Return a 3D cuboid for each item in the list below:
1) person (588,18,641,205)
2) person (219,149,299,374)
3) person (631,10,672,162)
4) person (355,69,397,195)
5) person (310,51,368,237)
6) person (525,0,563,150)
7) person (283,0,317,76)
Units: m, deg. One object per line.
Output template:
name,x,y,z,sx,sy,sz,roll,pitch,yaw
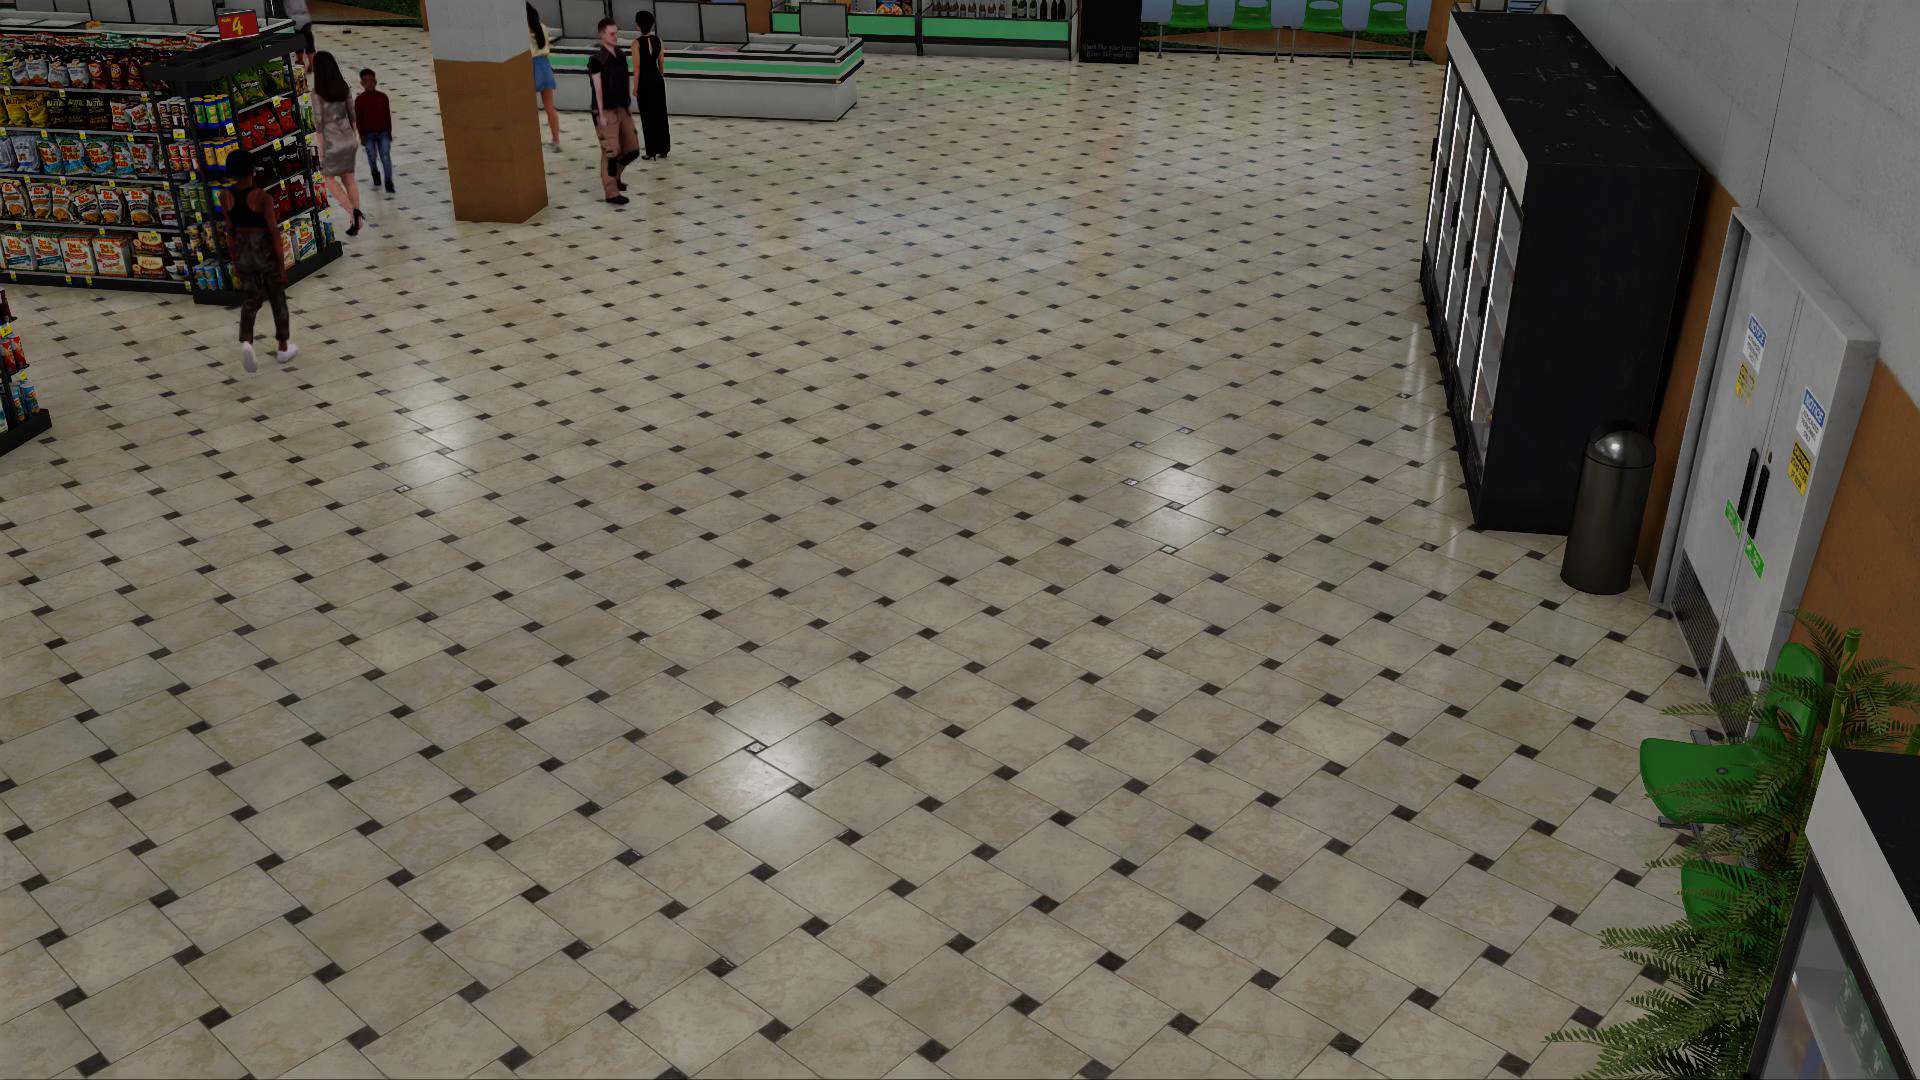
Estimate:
person,-3.577,-4.312,16.721,0.857,1.826,0.810,16,31,29
person,-5.287,-2.053,12.428,0.988,1.680,0.762,0,27,1
person,-3.420,-5.010,18.344,0.676,1.604,0.662,22,34,37
person,-6.076,-4.247,17.240,0.887,1.239,0.862,-11,29,-21
person,-5.760,-3.656,15.528,0.816,1.735,0.758,18,32,32
person,-4.710,-5.205,18.745,0.997,1.588,1.115,-22,34,-37
person,-8.997,-7.120,22.701,0.953,1.425,1.019,-19,32,-33
